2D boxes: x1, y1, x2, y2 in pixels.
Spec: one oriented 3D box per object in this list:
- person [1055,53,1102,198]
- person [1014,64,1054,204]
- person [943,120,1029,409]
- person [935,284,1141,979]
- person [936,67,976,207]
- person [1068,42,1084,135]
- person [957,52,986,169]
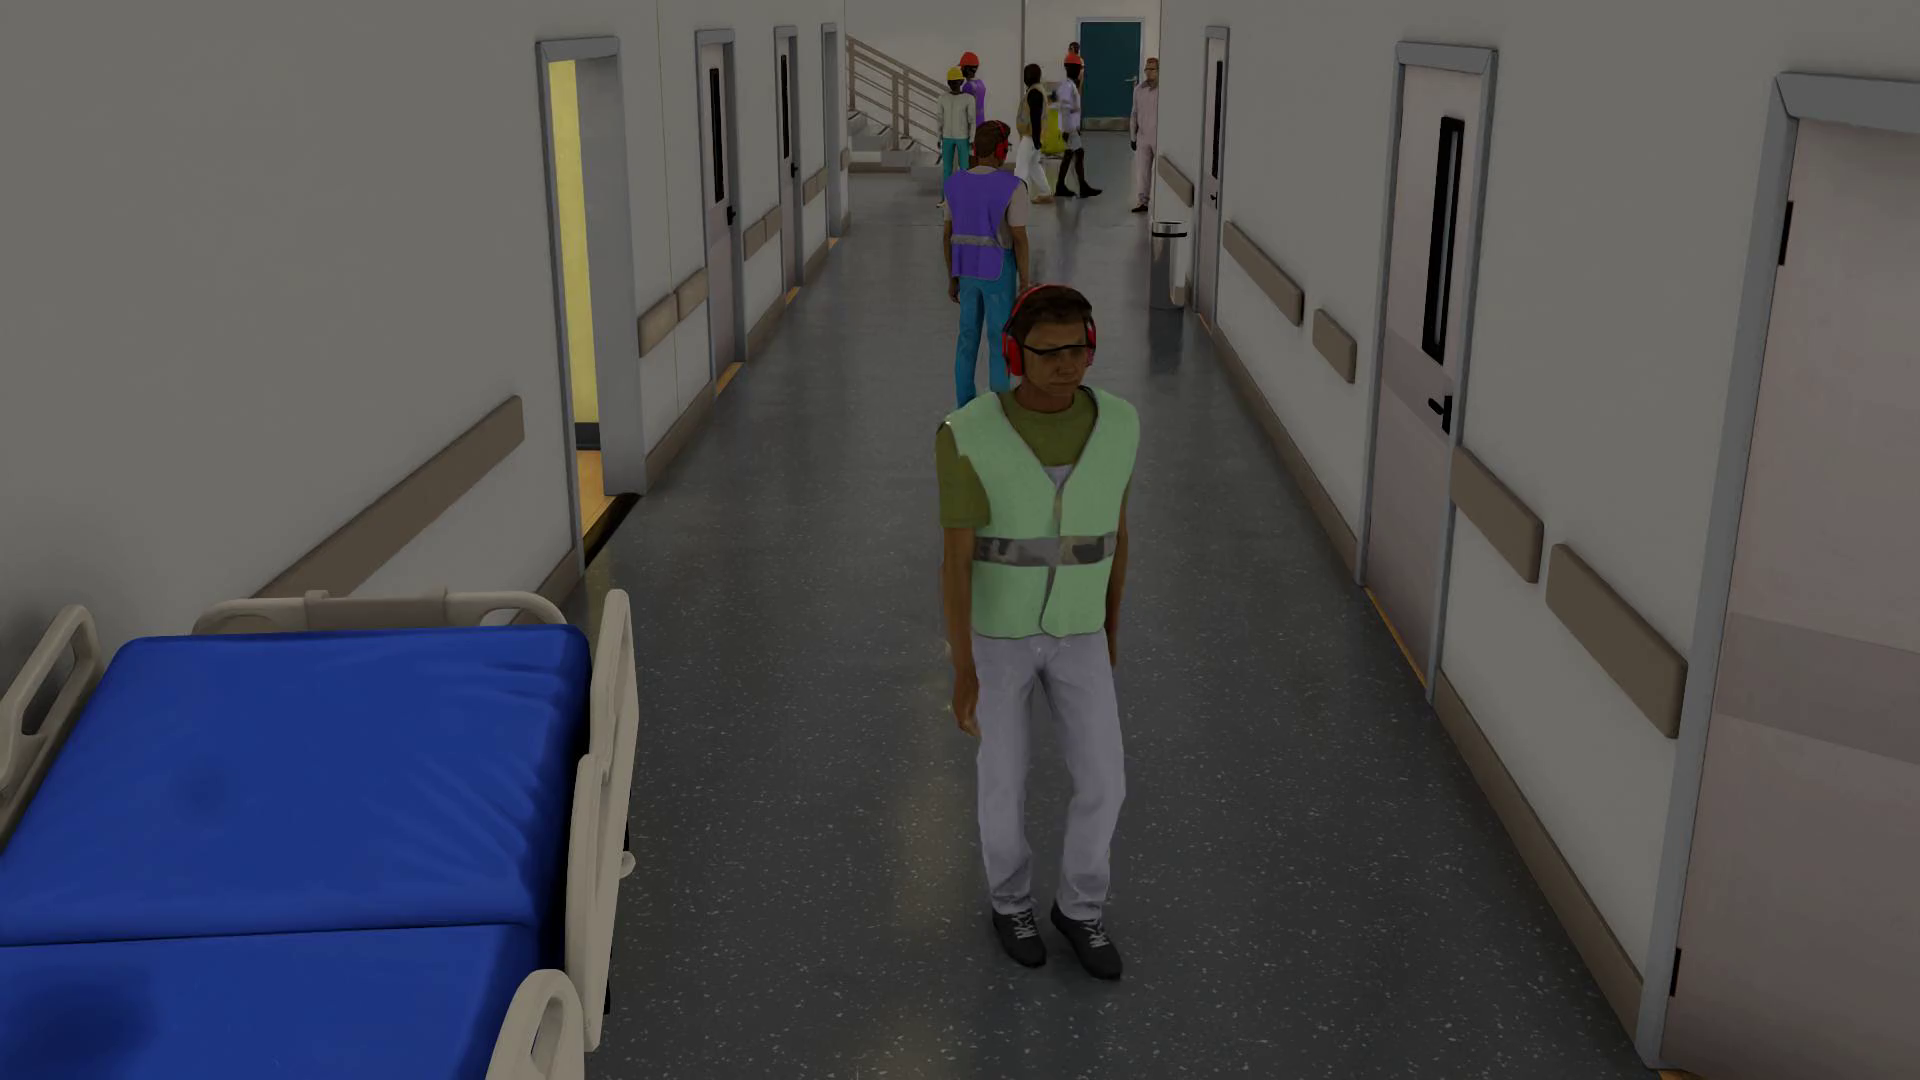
[{"bbox_3d":[1.636,-5.586,22.497,0.753,1.891,0.584,3,18,10],"label":"person"},{"bbox_3d":[0.906,-5.258,21.647,0.682,1.794,0.659,1,18,4],"label":"person"},{"bbox_3d":[0.152,-1.538,9.853,0.571,1.840,0.373,12,21,33],"label":"person"},{"bbox_3d":[0.214,0.270,4.198,0.575,1.822,0.577,-6,19,-18],"label":"person"},{"bbox_3d":[-0.056,-5.146,21.310,0.526,1.769,0.328,6,19,19],"label":"person"},{"bbox_3d":[2.324,-9.200,33.921,0.342,1.846,0.508,-10,20,-29],"label":"person"},{"bbox_3d":[0.131,-5.364,21.715,0.362,1.939,0.542,6,19,19],"label":"person"}]
